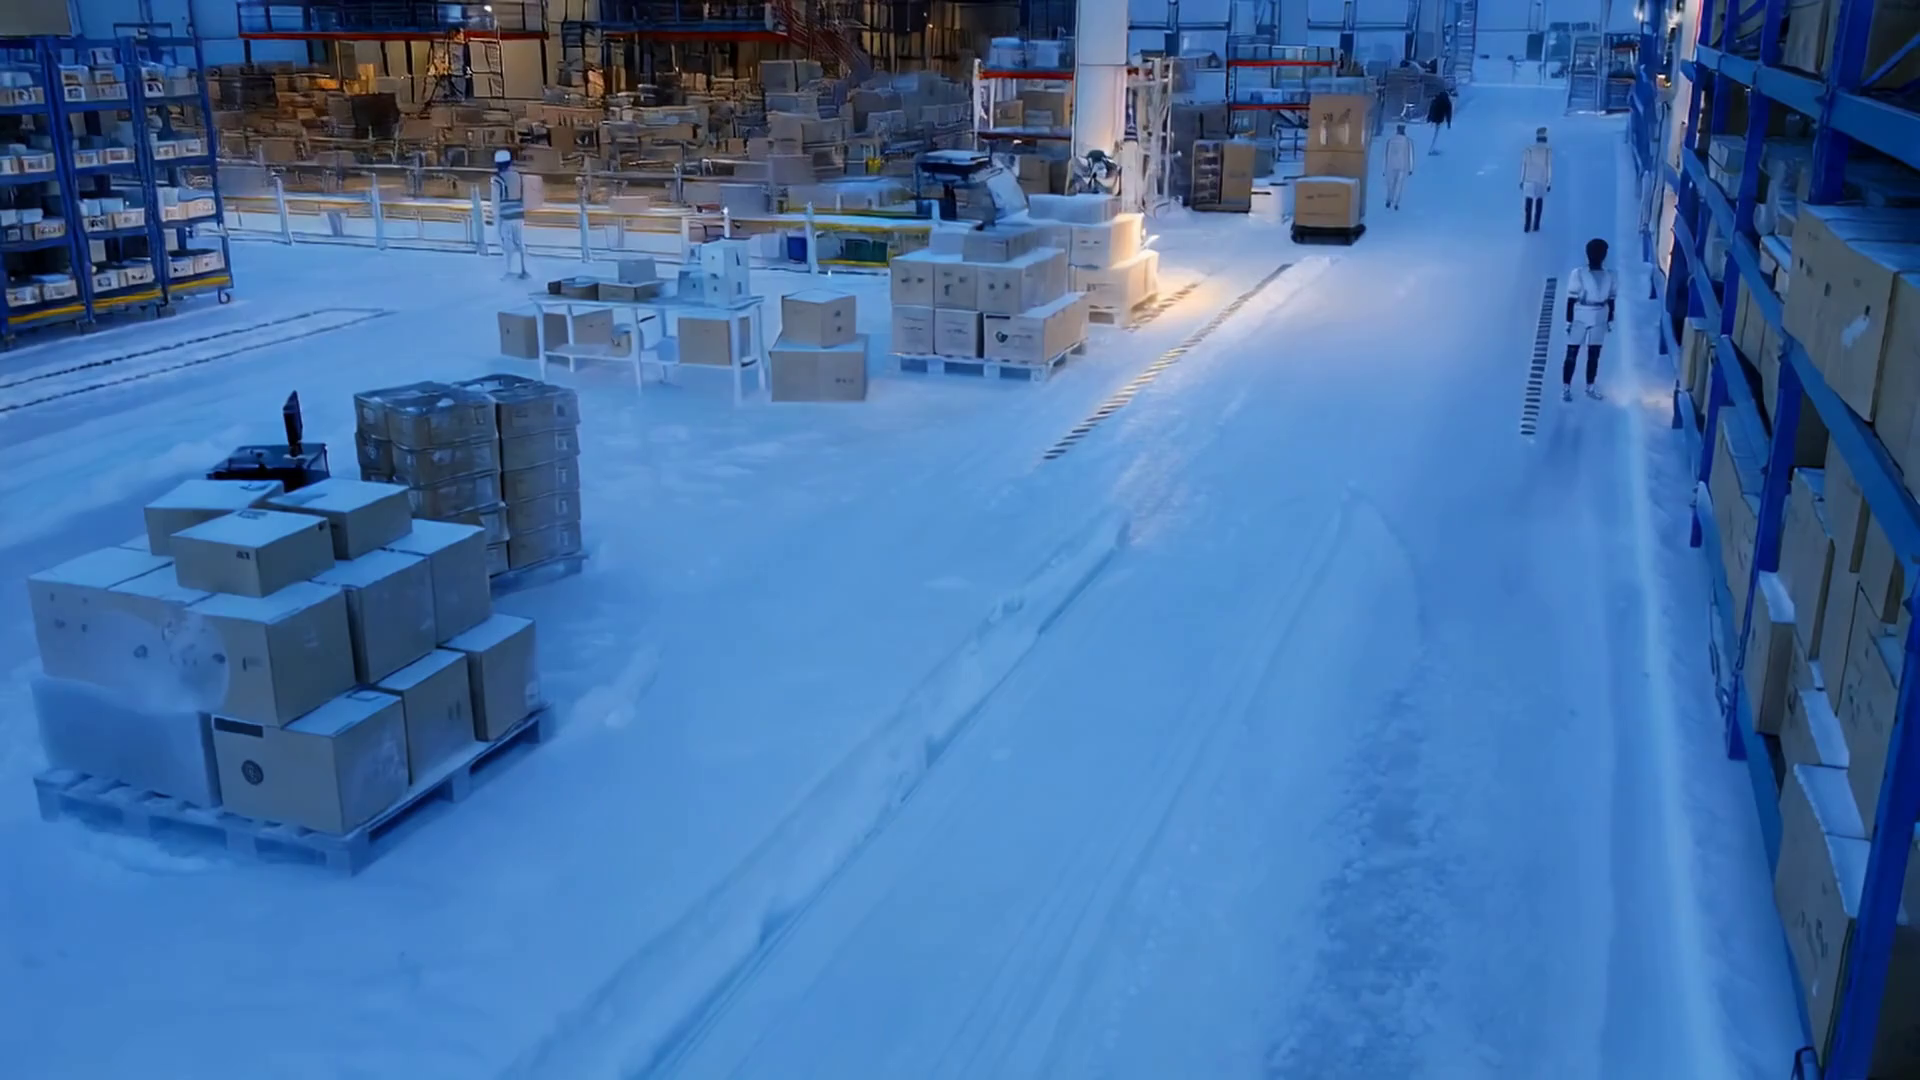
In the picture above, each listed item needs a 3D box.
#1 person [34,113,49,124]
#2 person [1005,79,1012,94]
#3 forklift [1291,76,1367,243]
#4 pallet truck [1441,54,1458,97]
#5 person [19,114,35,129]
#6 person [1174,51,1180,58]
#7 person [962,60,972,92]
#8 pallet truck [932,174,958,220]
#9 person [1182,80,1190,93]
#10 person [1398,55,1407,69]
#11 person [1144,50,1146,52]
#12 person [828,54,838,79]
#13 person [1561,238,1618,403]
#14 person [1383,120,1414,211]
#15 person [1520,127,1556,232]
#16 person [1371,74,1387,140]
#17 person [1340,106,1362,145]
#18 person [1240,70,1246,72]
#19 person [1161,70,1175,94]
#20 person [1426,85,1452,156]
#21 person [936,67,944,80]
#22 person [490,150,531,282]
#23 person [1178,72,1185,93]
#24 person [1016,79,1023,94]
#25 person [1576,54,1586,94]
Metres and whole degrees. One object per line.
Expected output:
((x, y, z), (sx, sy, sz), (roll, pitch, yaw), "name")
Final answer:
((-29.162, -13.755, 52.757), (0.646, 2.029, 0.418), (-8, 20, -25), "person")
((2.096, -18.276, 67.171), (0.966, 1.888, 0.564), (0, 18, 0), "person")
((6.598, -6.755, 29.381), (1.129, 2.768, 1.873), (6, 19, 19), "forklift")
((22.765, -21.886, 78.355), (0.823, 1.965, 1.885), (-4, 18, -14), "pallet truck")
((-31.432, -14.651, 55.874), (0.669, 1.852, 1.034), (-14, 22, -37), "person")
((12.091, -26.133, 92.024), (0.915, 1.798, 0.637), (14, 22, 36), "person")
((0.270, -20.839, 75.383), (0.935, 1.798, 0.541), (-1, 18, -3), "person")
((-0.507, -5.292, 27.348), (0.653, 1.274, 1.630), (6, 19, 19), "pallet truck")
((7.780, -14.939, 57.070), (0.913, 1.643, 0.544), (6, 19, 17), "person")
((21.245, -22.214, 79.558), (0.911, 1.888, 0.644), (-4, 18, -14), "person")
((10.313, -26.346, 92.463), (0.633, 1.935, 0.438), (-11, 20, -30), "person")
((-6.220, -22.864, 81.612), (0.575, 1.885, 0.360), (10, 20, 29), "person")
((6.499, -2.262, 17.177), (0.541, 1.700, 0.315), (-1, 18, -4), "person")
((8.952, -7.654, 33.980), (0.623, 1.779, 0.930), (3, 18, 10), "person")
((10.597, -6.614, 30.547), (0.559, 1.904, 0.955), (7, 19, 20), "person")
((13.099, -13.674, 52.483), (0.536, 2.000, 0.688), (-6, 18, -17), "person")
((9.344, -9.505, 39.872), (0.536, 1.745, 0.691), (8, 19, 23), "person")
((10.339, -16.277, 60.953), (0.385, 1.859, 0.548), (15, 23, 39), "person")
((7.475, -15.974, 59.986), (0.544, 1.891, 0.992), (-4, 18, -13), "person")
((13.377, -11.747, 46.623), (0.654, 1.935, 0.987), (16, 24, 41), "person")
((-0.753, -16.325, 60.933), (0.367, 1.967, 0.604), (-2, 18, -6), "person")
((-6.763, -4.847, 24.924), (0.425, 1.938, 0.603), (11, 21, 32), "person")
((8.018, -15.952, 60.017), (1.022, 1.816, 0.528), (12, 21, 32), "person")
((2.262, -17.918, 66.302), (0.883, 1.722, 0.536), (7, 19, 22), "person")
((30.150, -22.595, 80.700), (0.399, 1.924, 0.583), (6, 19, 19), "person")
